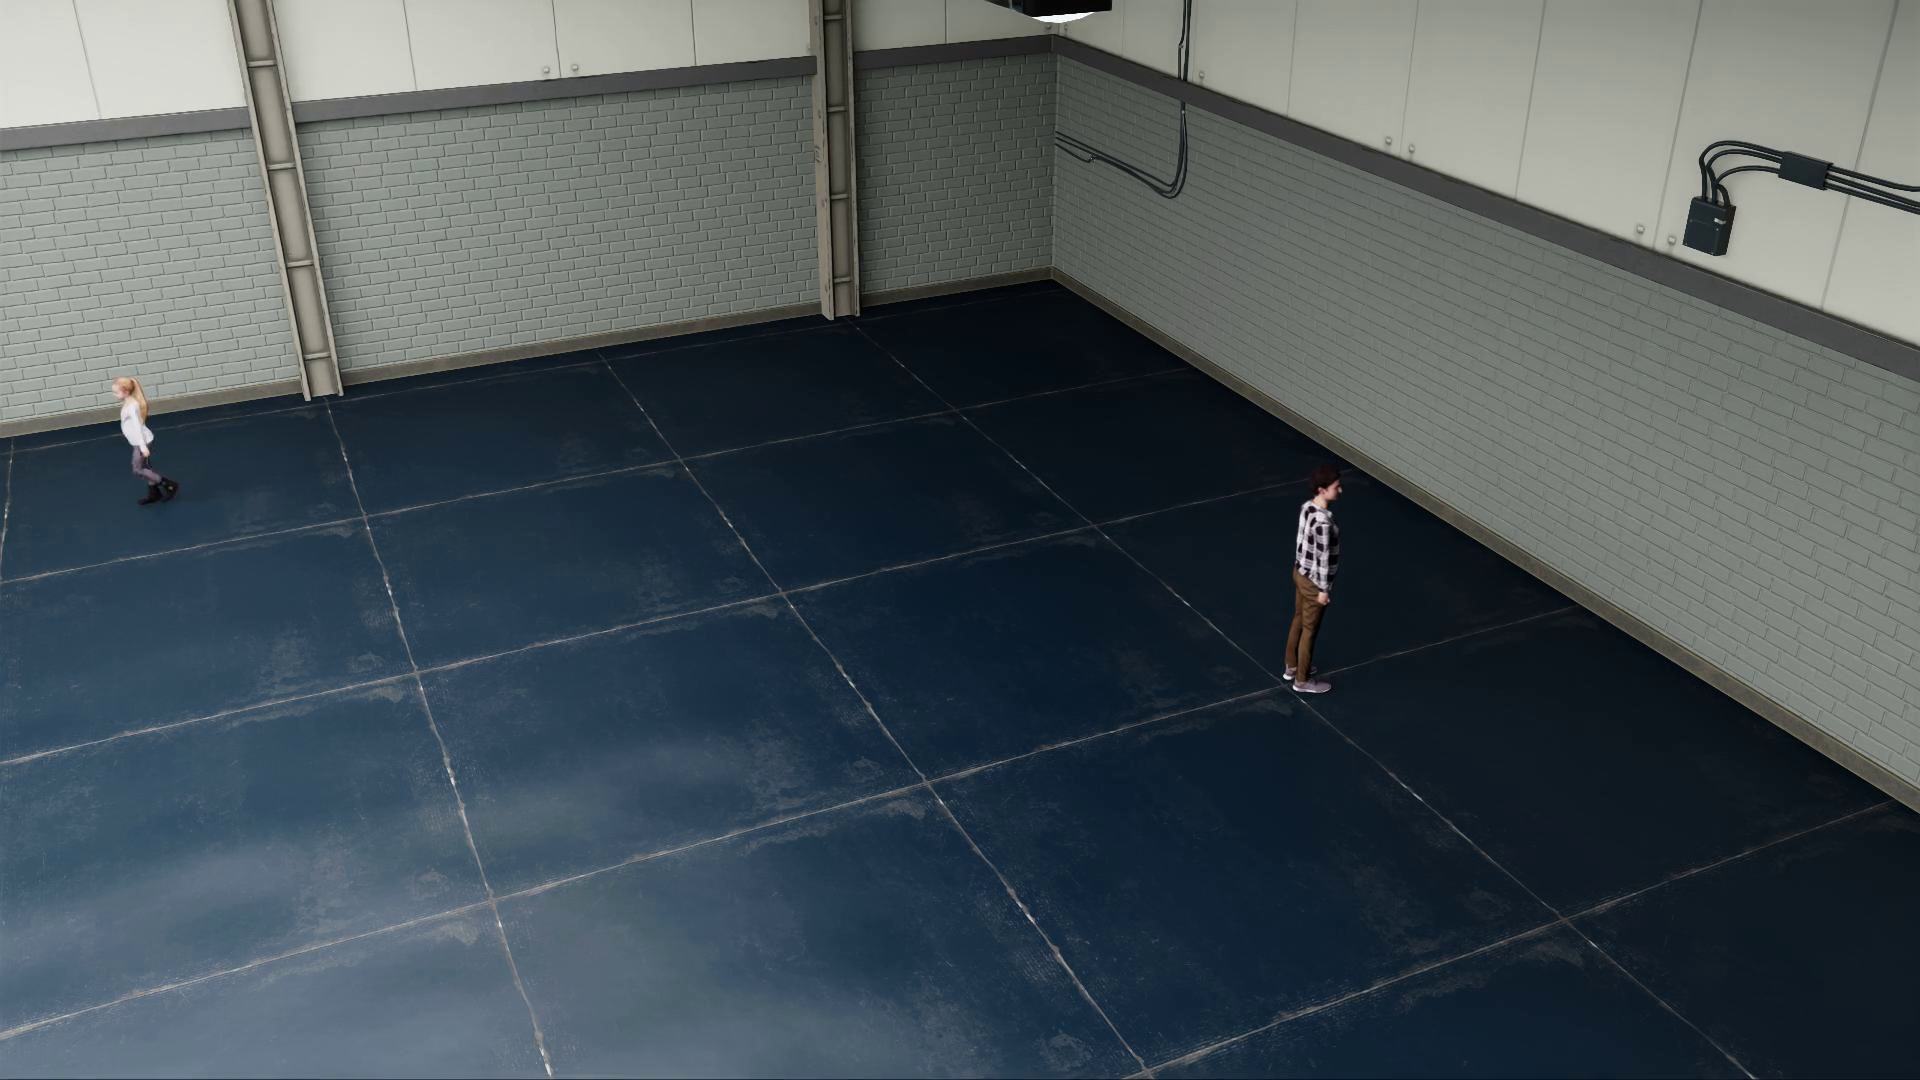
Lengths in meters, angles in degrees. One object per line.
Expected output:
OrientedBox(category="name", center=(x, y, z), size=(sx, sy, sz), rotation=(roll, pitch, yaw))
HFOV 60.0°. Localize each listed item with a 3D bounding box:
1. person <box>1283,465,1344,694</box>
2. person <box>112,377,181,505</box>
OrientedBox(category="person", center=(2.622, 0.281, 12.380), size=(0.642, 1.806, 0.686), rotation=(-3, 27, -7))
OrientedBox(category="person", center=(-7.459, -0.914, 15.289), size=(0.604, 1.268, 0.512), rotation=(-11, 29, -20))
